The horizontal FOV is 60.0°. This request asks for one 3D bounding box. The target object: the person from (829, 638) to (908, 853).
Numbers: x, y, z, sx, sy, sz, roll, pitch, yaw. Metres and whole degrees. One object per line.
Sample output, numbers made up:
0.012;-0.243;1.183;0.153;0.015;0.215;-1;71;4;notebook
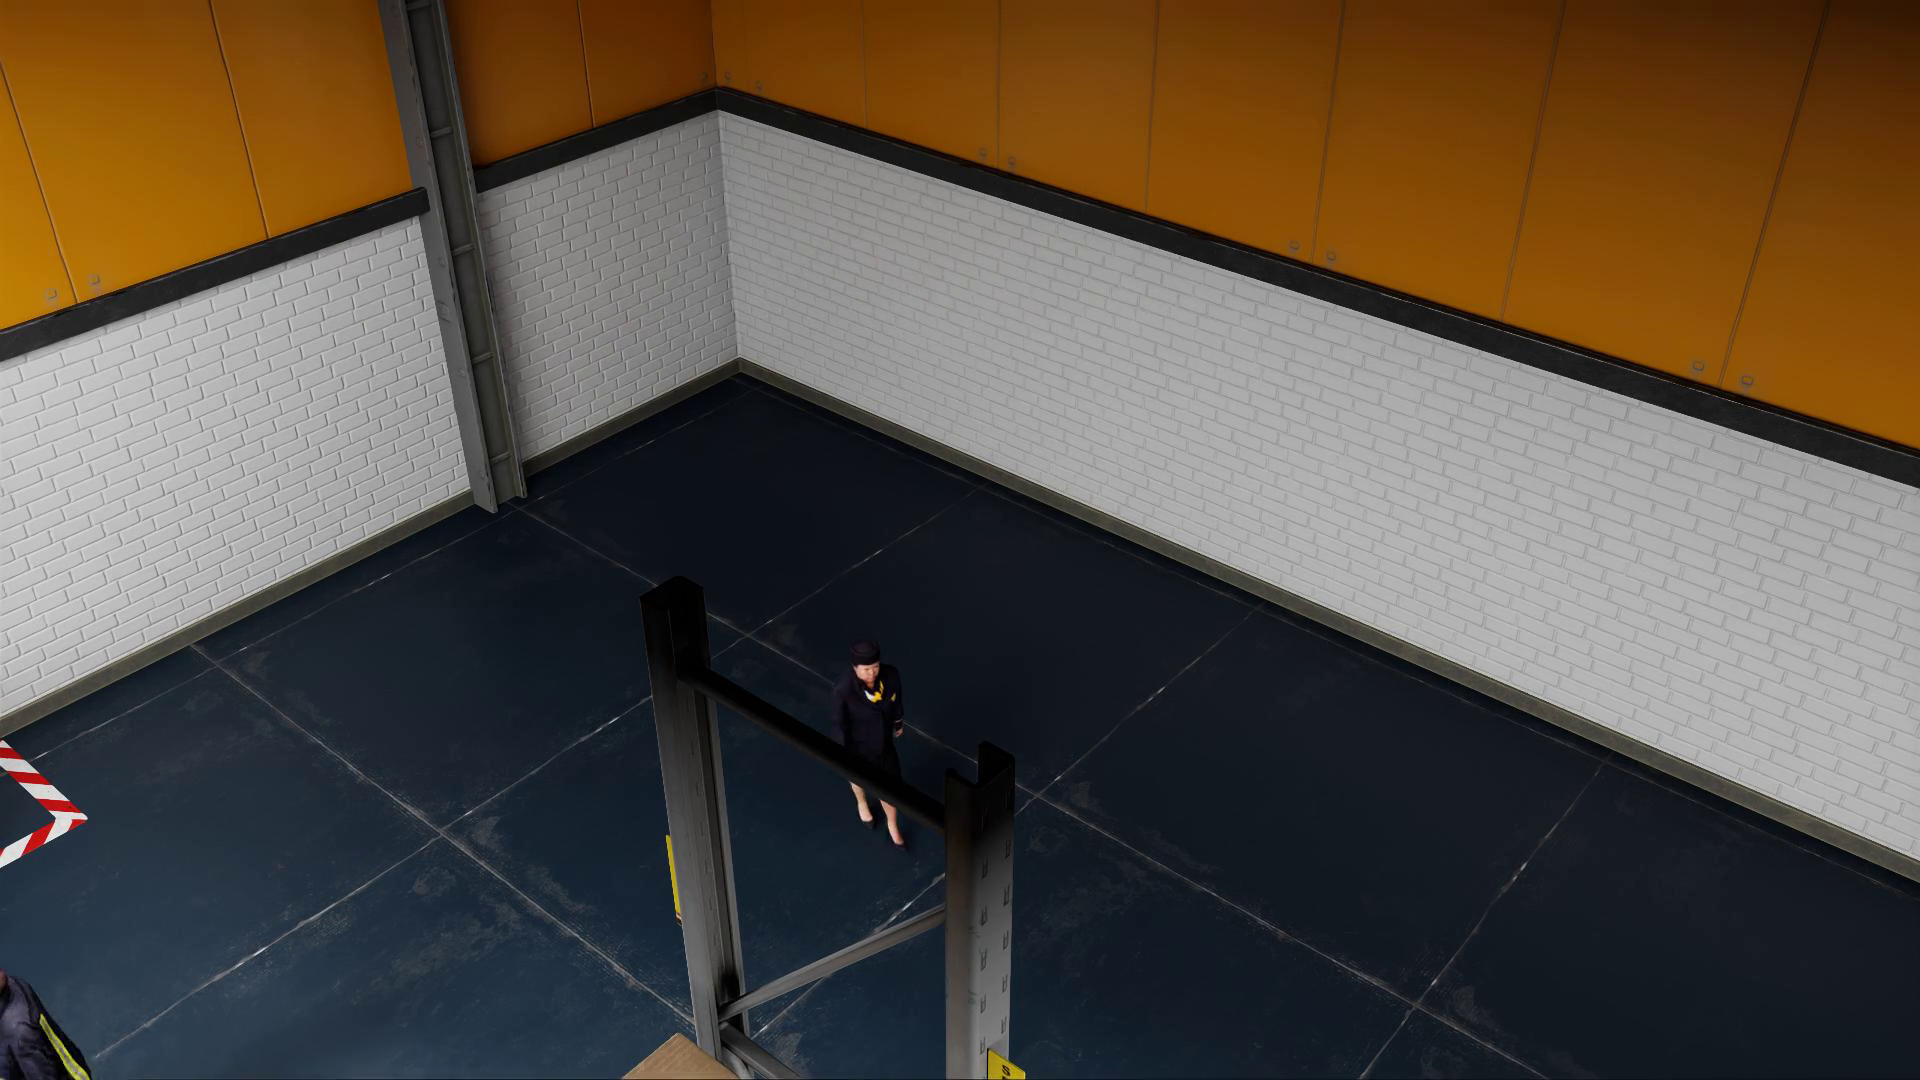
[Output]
-0.648;1.317;11.319;0.908;1.652;0.960;-15;36;-21;person
